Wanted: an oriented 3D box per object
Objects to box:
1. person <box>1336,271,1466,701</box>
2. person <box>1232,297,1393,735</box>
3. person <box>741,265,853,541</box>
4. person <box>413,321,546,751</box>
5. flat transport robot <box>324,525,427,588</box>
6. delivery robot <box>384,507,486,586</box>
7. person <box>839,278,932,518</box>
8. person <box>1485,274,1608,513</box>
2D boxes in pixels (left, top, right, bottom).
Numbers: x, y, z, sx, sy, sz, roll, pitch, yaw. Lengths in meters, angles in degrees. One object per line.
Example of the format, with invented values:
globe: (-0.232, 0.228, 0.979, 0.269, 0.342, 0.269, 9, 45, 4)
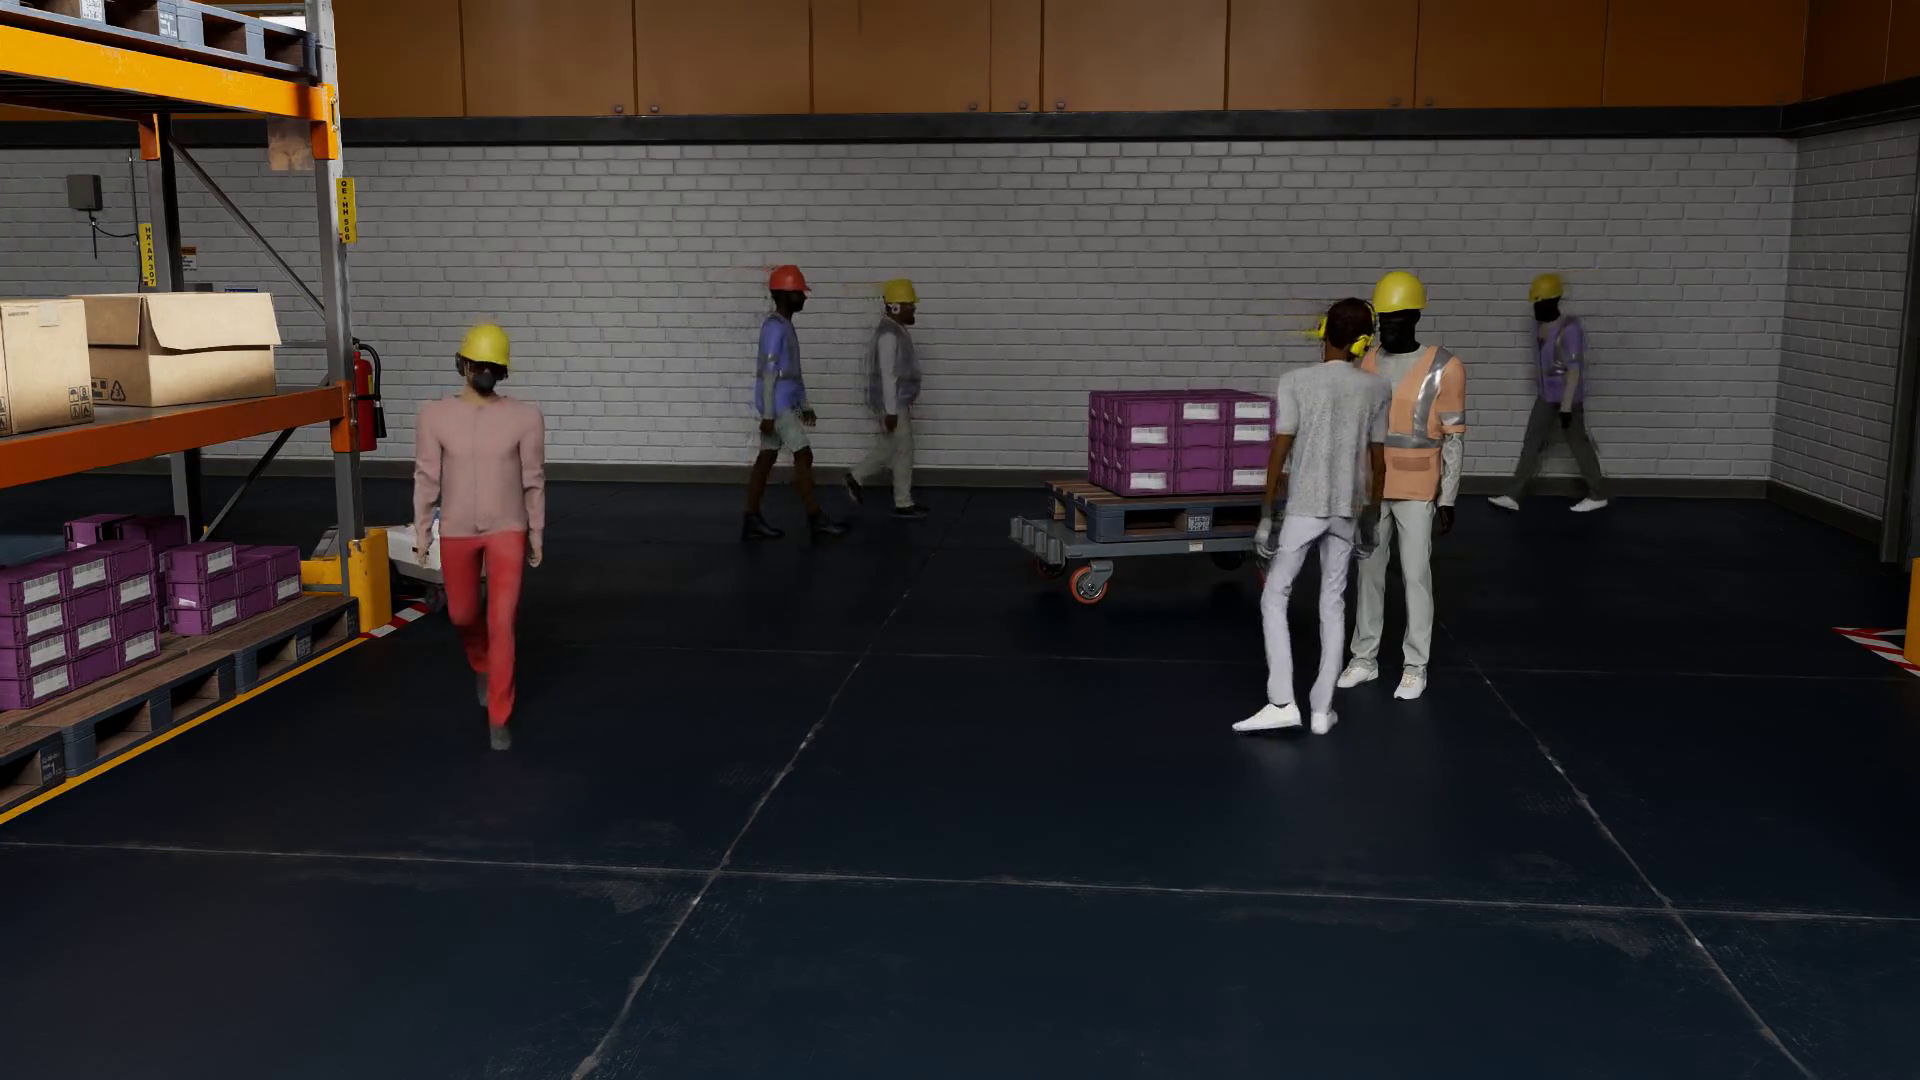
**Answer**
person: (1.961, -0.241, 7.513, 0.595, 1.925, 0.371, 9, 13, 40)
person: (1.488, -0.085, 6.917, 0.648, 1.830, 0.456, -2, 10, -9)
person: (-1.132, -0.935, 11.548, 0.901, 1.905, 0.550, -1, 10, -4)
person: (-1.995, -0.050, 6.983, 0.527, 1.746, 0.789, -2, 10, -9)
flat transport robot: (-3.641, 0.089, 10.364, 0.652, 0.197, 1.431, -3, 10, -15)
delivery robot: (-2.985, 0.055, 9.479, 0.707, 0.478, 0.477, 9, 13, 42)
person: (-0.560, -1.058, 12.515, 0.619, 1.815, 0.610, 0, 10, -1)
person: (4.566, -1.105, 12.719, 1.029, 1.841, 0.627, -3, 10, -17)
